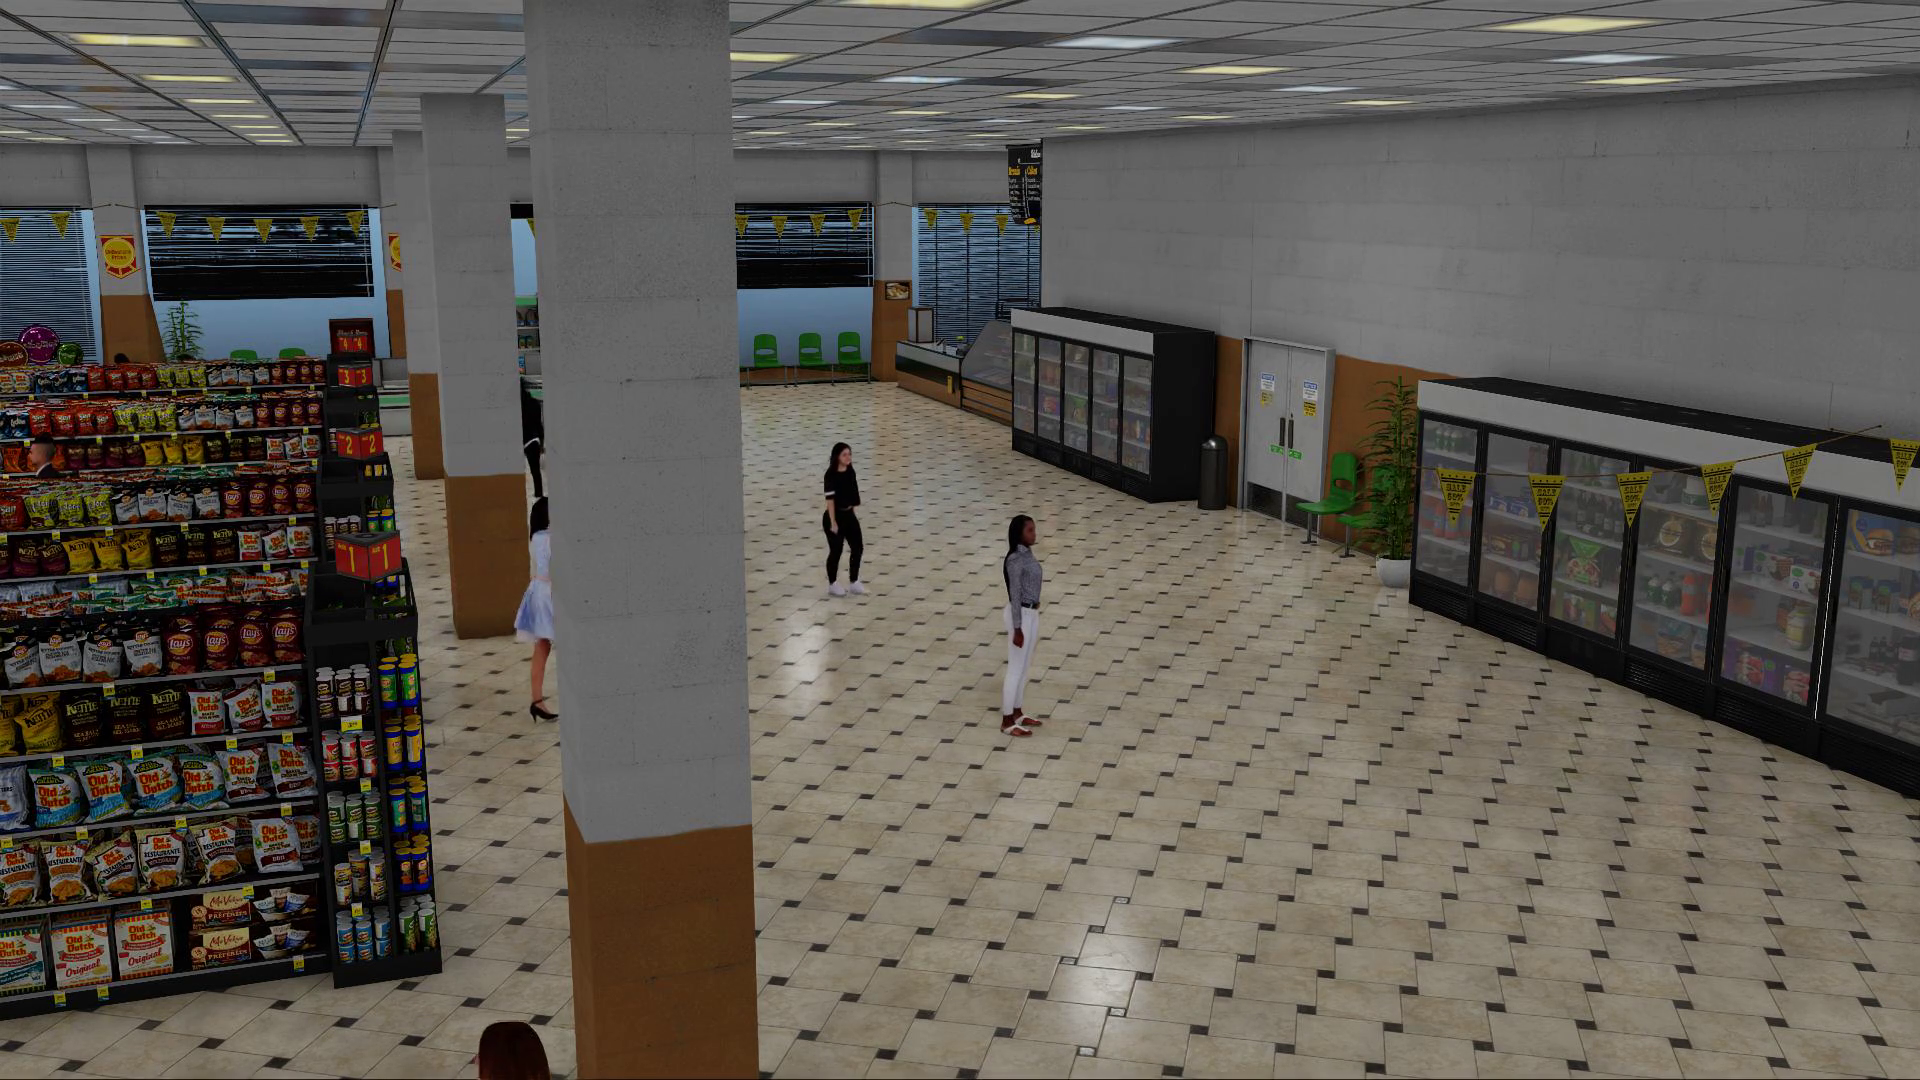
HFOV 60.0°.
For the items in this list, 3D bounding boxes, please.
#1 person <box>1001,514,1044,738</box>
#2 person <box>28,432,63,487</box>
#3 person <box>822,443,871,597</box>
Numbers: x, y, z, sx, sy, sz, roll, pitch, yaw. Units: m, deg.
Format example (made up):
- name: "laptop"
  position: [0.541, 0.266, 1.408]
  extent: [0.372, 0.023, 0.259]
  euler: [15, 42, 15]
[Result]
- name: "person"
  position: [0.482, 0.645, 12.956]
  extent: [0.703, 1.724, 0.665]
  euler: [4, 13, 19]
- name: "person"
  position: [-8.484, -0.057, 15.767]
  extent: [0.726, 1.939, 0.761]
  euler: [-7, 14, -31]
- name: "person"
  position: [-1.293, -0.211, 17.269]
  extent: [0.846, 1.623, 0.806]
  euler: [10, 15, 38]
